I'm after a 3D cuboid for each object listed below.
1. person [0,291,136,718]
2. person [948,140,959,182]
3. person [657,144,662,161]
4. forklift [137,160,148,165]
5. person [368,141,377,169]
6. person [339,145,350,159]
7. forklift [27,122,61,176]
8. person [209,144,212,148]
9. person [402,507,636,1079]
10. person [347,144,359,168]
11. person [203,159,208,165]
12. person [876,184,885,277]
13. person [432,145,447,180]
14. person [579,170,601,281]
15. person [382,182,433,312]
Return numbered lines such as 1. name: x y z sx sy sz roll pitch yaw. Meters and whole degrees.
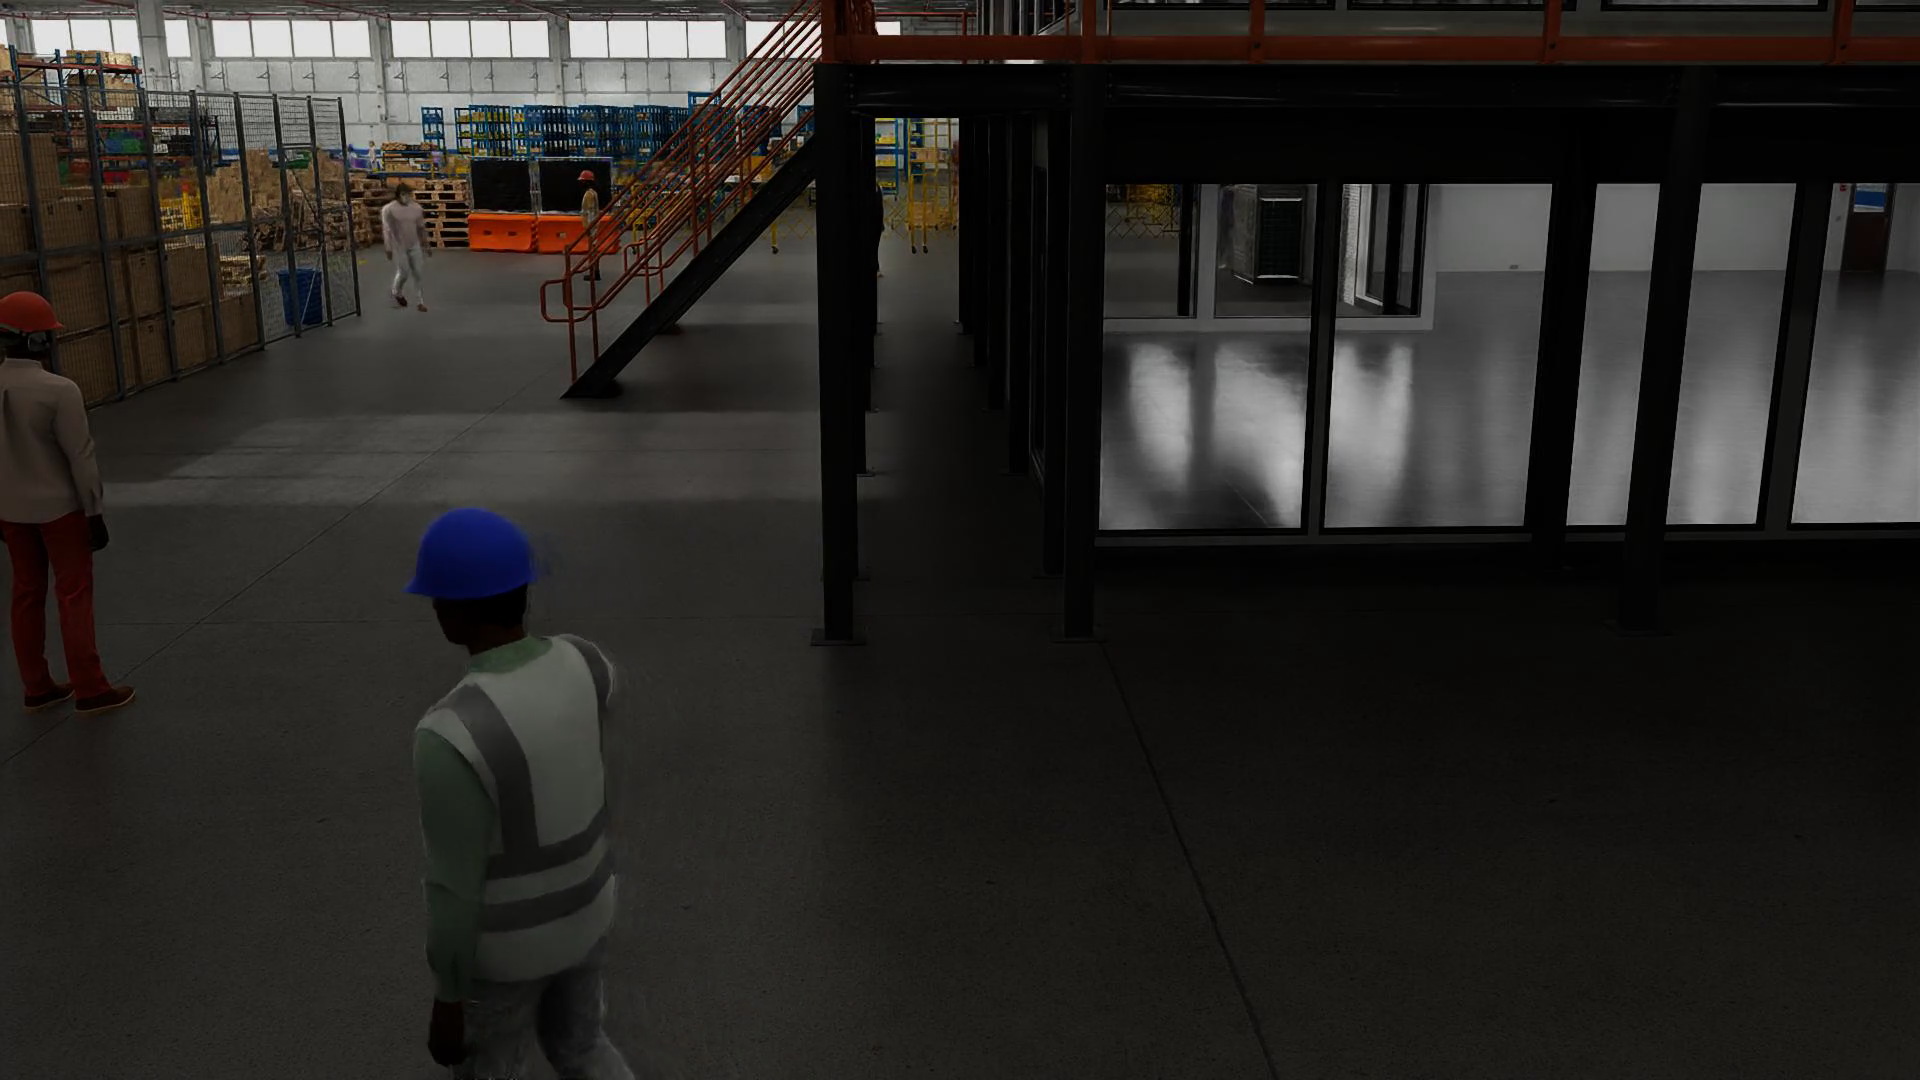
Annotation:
1. person: -4.247 -0.152 7.737 0.624 1.992 0.386 3 14 13
2. person: -0.266 -18.043 79.268 0.625 1.976 0.431 8 16 28
3. person: -15.088 -19.056 83.717 0.917 1.784 0.624 5 15 20
4. forklift: -36.880 -17.819 76.552 1.873 2.768 1.129 6 15 22
5. person: -29.818 -19.302 84.454 0.409 1.906 0.652 -5 15 -18
6. person: -27.434 -16.758 74.433 0.589 1.834 0.403 2 14 7
7. forklift: -35.376 -14.773 64.377 1.129 2.768 1.873 -1 14 -2
8. person: -39.717 -20.196 88.446 0.916 1.710 0.554 12 18 39
9. person: -0.967 0.872 3.773 0.543 1.950 0.627 6 15 23
10. person: -24.723 -15.053 67.435 0.920 1.909 0.626 0 14 -2
11. person: -30.470 -14.841 67.050 0.322 1.697 0.535 4 15 16
12. person: -1.634 -5.775 30.118 0.673 2.000 0.535 -9 16 -31
13. person: -23.773 -17.078 75.803 0.996 1.795 0.588 13 19 41
14. person: -6.584 -5.590 29.580 0.344 1.942 0.549 -2 14 -9
15. person: -8.197 -4.332 24.615 0.696 1.911 0.573 -13 19 -42
